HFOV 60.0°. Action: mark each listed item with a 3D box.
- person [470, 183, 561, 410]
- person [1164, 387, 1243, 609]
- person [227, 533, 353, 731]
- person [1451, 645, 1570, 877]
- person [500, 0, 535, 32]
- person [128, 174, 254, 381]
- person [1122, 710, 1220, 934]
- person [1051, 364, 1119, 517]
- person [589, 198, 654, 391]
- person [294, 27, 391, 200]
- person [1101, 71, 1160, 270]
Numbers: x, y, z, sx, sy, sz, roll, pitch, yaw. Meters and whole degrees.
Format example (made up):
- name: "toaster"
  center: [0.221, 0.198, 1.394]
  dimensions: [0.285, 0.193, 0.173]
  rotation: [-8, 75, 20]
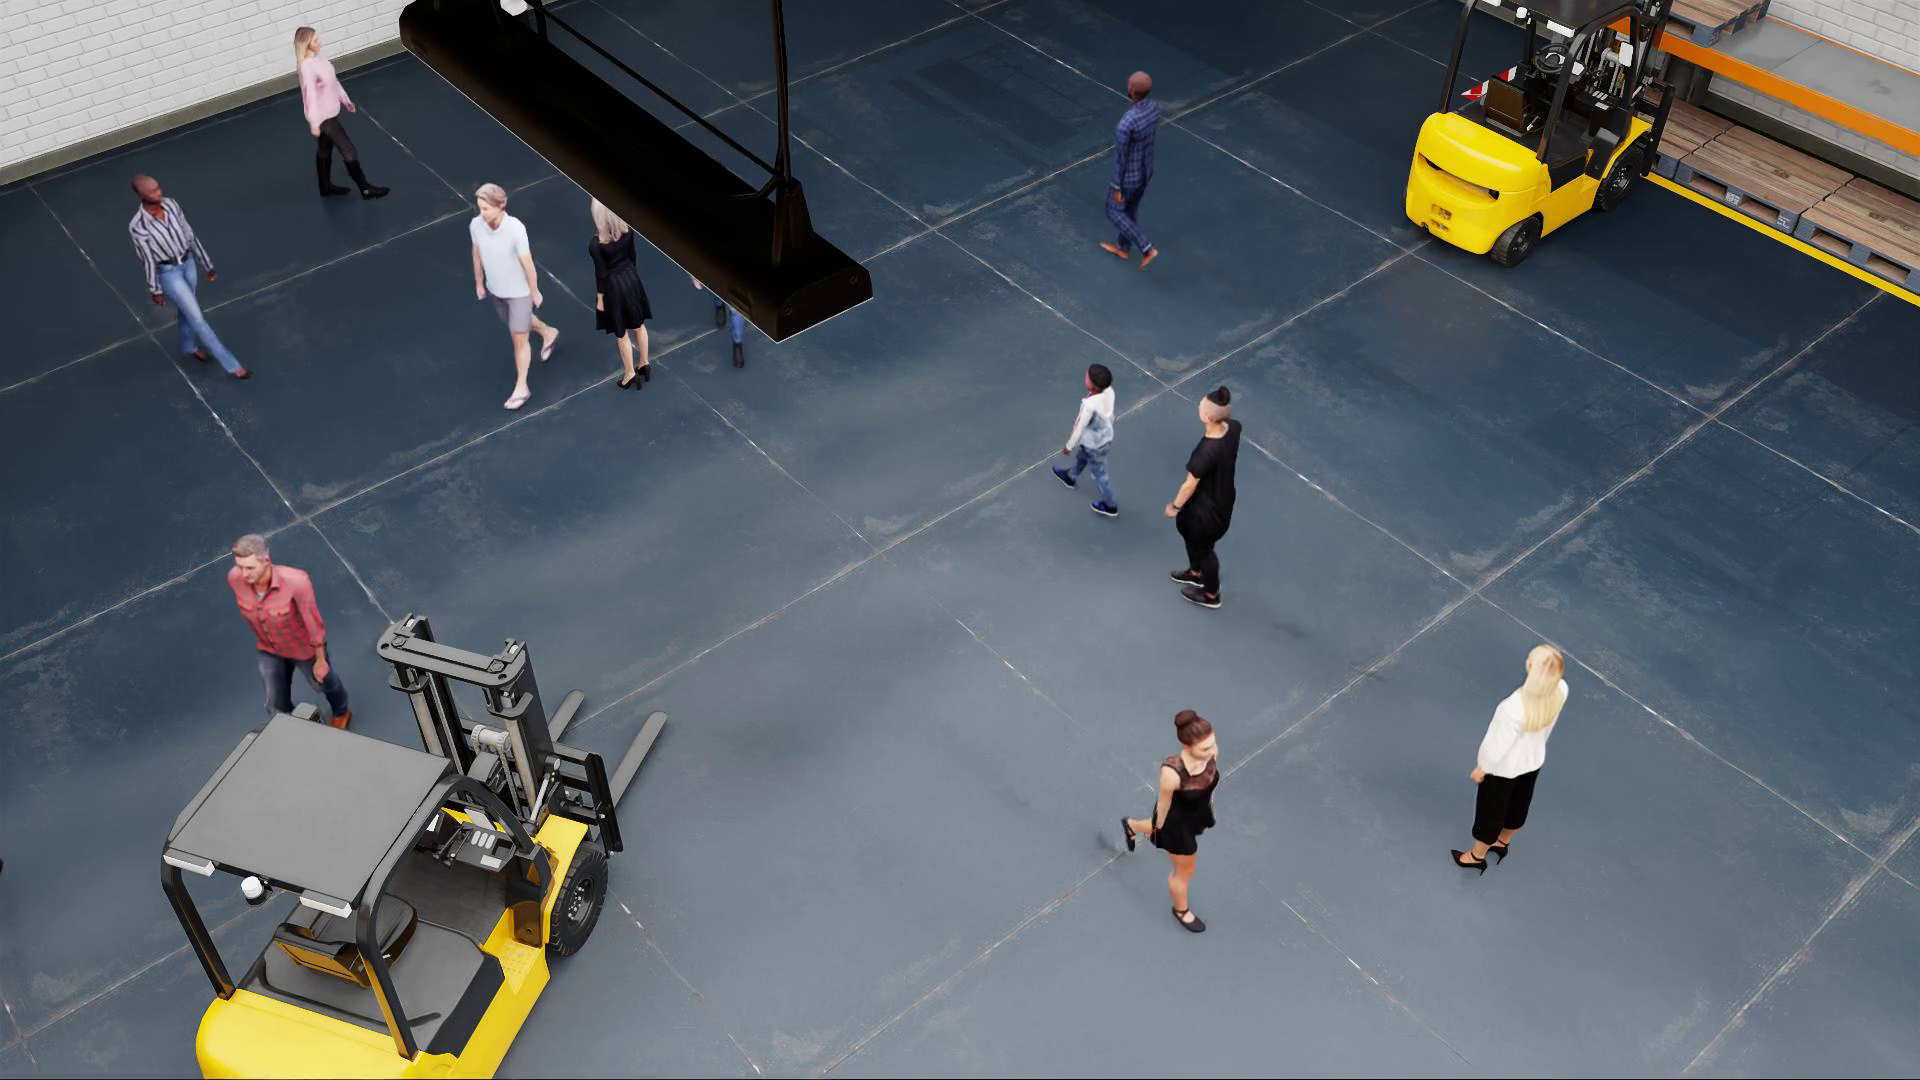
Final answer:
- name: "person"
  center: [-3.404, -1.980, 12.825]
  dimensions: [1.184, 1.803, 1.077]
  rotation: [18, 46, 18]
- name: "person"
  center: [1.714, -0.230, 10.954]
  dimensions: [0.809, 1.851, 0.791]
  rotation: [18, 47, 18]
- name: "person"
  center: [-4.032, 0.569, 10.146]
  dimensions: [0.976, 1.808, 1.032]
  rotation: [5, 44, 6]
- name: "person"
  center: [3.115, 1.255, 9.391]
  dimensions: [0.658, 1.858, 0.588]
  rotation: [-20, 47, -20]
- name: "person"
  center: [-4.464, -5.434, 16.448]
  dimensions: [0.635, 1.808, 0.668]
  rotation: [23, 48, 23]
- name: "person"
  center: [-6.150, -2.062, 12.939]
  dimensions: [1.176, 1.765, 1.008]
  rotation: [14, 45, 14]
- name: "person"
  center: [1.182, 1.486, 9.293]
  dimensions: [0.627, 1.657, 0.977]
  rotation: [-34, 53, -30]
- name: "person"
  center: [1.004, -0.690, 11.888]
  dimensions: [0.908, 1.229, 0.624]
  rotation: [27, 50, 26]
- name: "person"
  center: [-2.619, -1.912, 12.795]
  dimensions: [0.634, 1.747, 0.647]
  rotation: [27, 50, 26]
- name: "person"
  center: [-5.764, -3.780, 14.818]
  dimensions: [0.924, 1.662, 0.935]
  rotation: [-8, 44, -8]
- name: "person"
  center: [1.505, -3.075, 13.975]
  dimensions: [0.933, 1.804, 0.732]
  rotation: [32, 52, 29]
